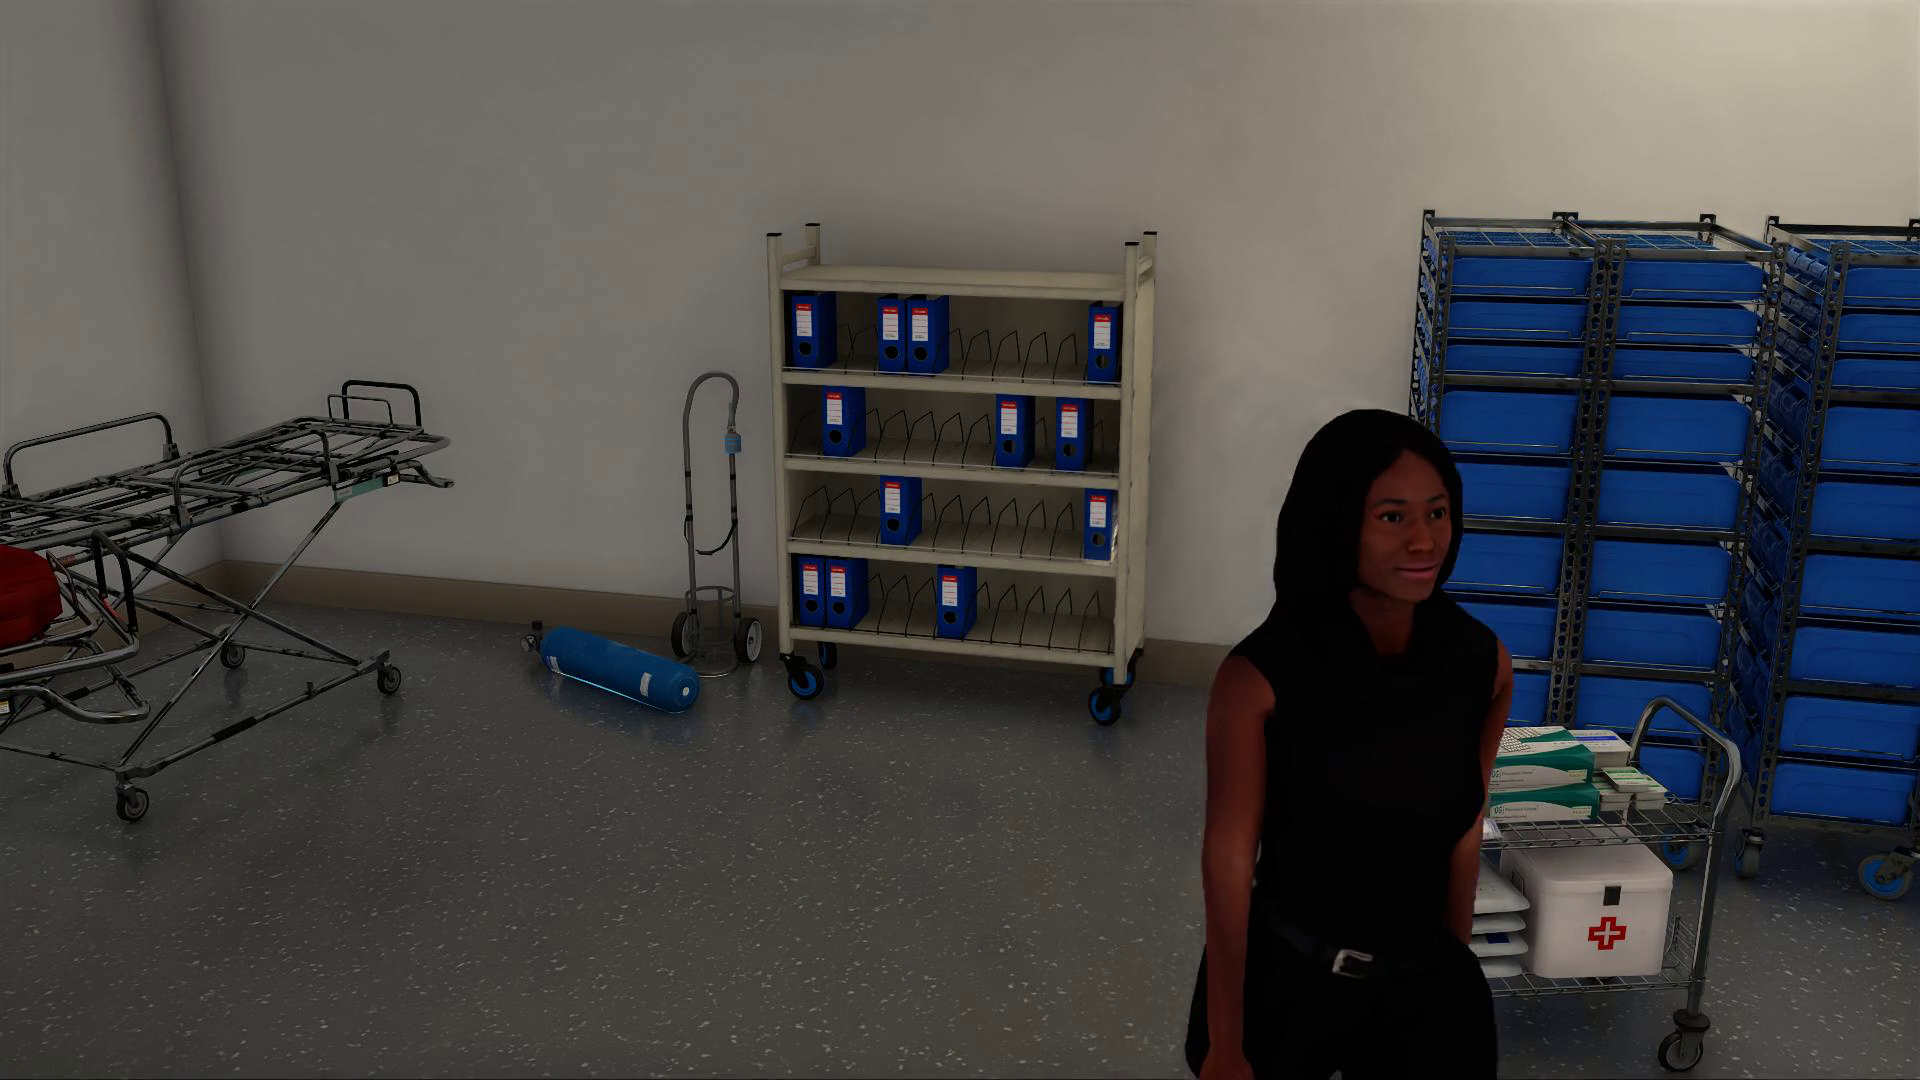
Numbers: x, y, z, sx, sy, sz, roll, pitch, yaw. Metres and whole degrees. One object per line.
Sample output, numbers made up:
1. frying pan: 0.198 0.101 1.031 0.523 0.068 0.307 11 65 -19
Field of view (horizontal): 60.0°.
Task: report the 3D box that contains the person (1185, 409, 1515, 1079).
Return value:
1. person: 0.501 0.679 2.405 0.984 1.687 1.294 -3 16 -11
